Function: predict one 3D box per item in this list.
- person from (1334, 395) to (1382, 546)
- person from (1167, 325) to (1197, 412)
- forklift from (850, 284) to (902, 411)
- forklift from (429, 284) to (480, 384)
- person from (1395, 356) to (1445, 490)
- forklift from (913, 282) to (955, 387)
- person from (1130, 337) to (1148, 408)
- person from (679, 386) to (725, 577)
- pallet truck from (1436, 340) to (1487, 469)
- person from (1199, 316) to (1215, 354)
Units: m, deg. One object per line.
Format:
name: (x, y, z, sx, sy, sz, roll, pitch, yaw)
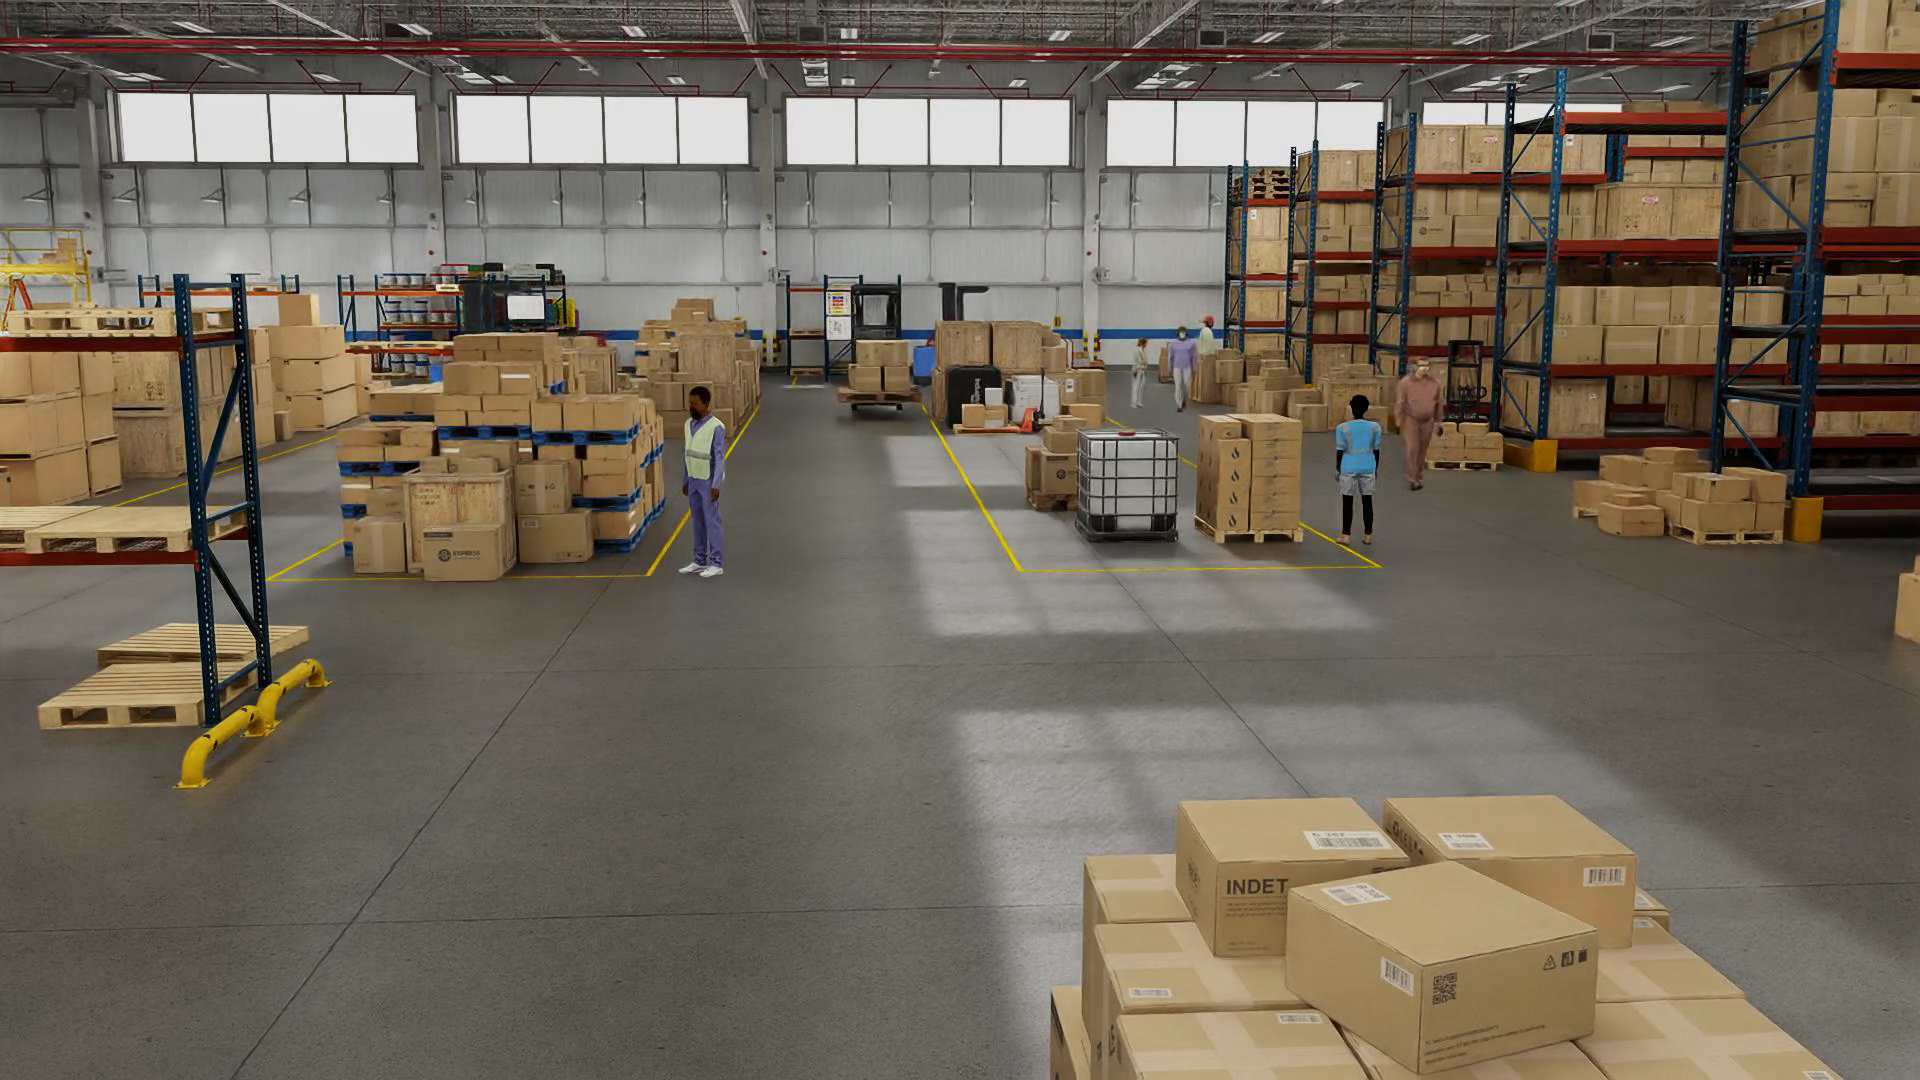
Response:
person: (4.444, -0.776, 18.607, 0.535, 1.697, 0.318, -1, 9, -5)
person: (4.890, -3.765, 36.666, 0.649, 1.921, 0.440, 1, 9, 5)
forklift: (-1.907, -4.354, 37.368, 1.129, 2.768, 1.873, -1, 9, -5)
forklift: (-10.698, -4.219, 36.521, 1.873, 2.768, 1.129, -3, 9, -16)
person: (6.497, -1.625, 23.335, 0.673, 1.881, 0.785, -1, 9, -6)
forklift: (-0.330, -5.566, 44.977, 1.873, 2.768, 1.129, -1, 9, -4)
person: (4.082, -3.806, 37.883, 0.357, 1.621, 0.549, 5, 10, 30)
person: (-2.584, -0.595, 16.772, 0.593, 1.922, 0.392, 9, 12, 43)
pallet truck: (8.004, -2.170, 26.422, 0.823, 1.965, 1.885, 2, 9, 14)
person: (6.547, -4.857, 43.384, 0.699, 1.960, 0.621, -3, 10, -20)
